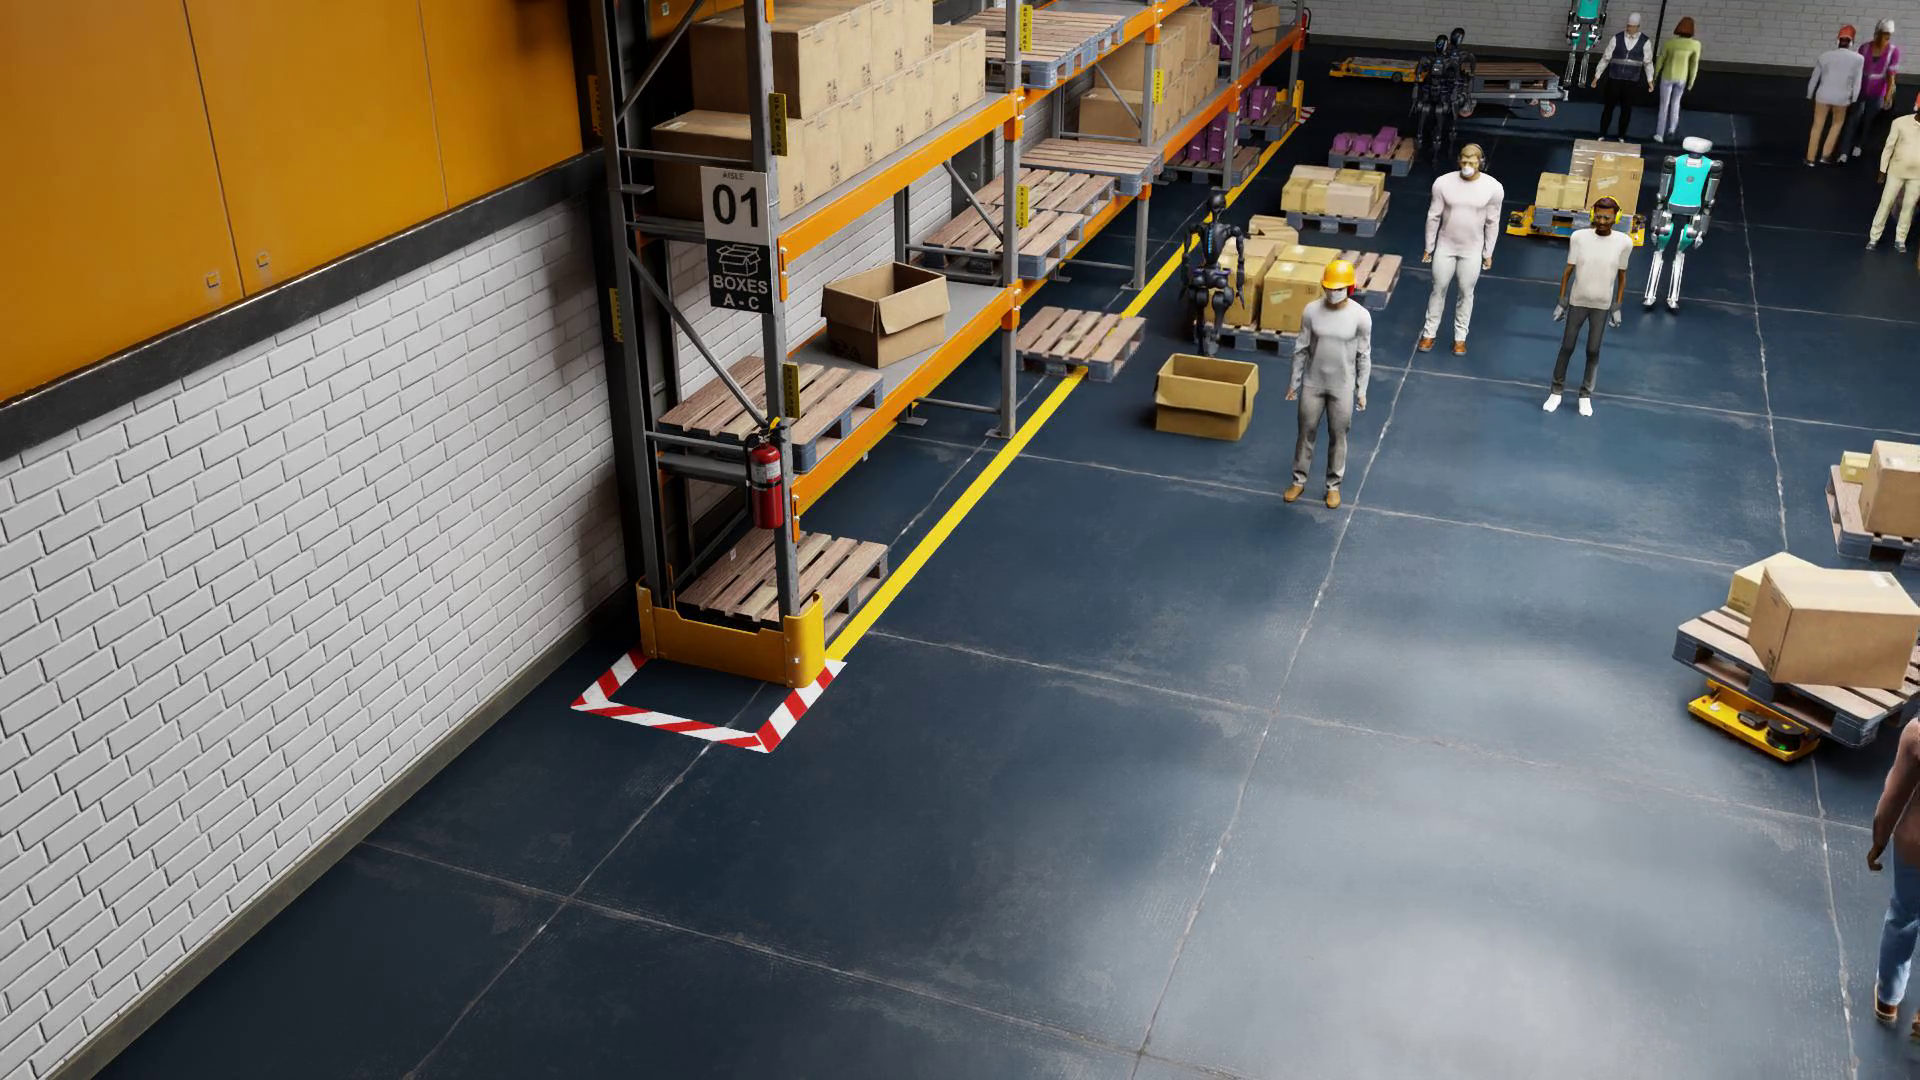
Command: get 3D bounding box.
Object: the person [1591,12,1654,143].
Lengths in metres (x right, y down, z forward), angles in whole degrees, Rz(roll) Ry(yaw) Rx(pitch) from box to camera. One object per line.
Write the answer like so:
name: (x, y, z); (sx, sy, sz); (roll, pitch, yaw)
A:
person: (8.700, -6.021, 21.804); (0.772, 1.755, 0.438); (10, 29, 18)

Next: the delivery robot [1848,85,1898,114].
delivery robot: (13.037, -6.414, 23.890); (0.499, 0.603, 0.803); (-15, 31, -26)

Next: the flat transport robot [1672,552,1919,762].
flat transport robot: (5.116, 0.901, 10.003); (1.431, 0.231, 0.659); (-17, 32, -29)

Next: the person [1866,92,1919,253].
person: (10.153, -3.954, 17.799); (0.572, 1.748, 0.341); (10, 29, 18)

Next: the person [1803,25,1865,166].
person: (11.022, -5.604, 21.009); (0.598, 1.738, 0.388); (16, 31, 28)

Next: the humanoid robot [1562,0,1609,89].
humanoid robot: (9.299, -7.593, 24.731); (0.533, 1.677, 0.735); (10, 29, 19)

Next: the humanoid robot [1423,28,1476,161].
humanoid robot: (6.268, -5.694, 21.246); (0.599, 1.655, 0.315); (10, 29, 19)

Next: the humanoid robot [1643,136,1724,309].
humanoid robot: (6.915, -3.079, 15.975); (0.533, 1.677, 0.735); (10, 29, 19)

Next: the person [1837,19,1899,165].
person: (11.562, -5.712, 21.168); (0.527, 1.783, 0.989); (15, 31, 26)

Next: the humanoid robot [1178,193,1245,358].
humanoid robot: (2.215, -2.244, 14.629); (0.612, 1.625, 0.814); (10, 29, 19)

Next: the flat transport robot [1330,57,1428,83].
flat transport robot: (6.564, -7.361, 26.030); (1.431, 0.231, 0.659); (10, 29, 19)

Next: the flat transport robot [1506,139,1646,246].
flat transport robot: (6.884, -3.517, 18.573); (1.431, 0.231, 0.659); (10, 29, 19)

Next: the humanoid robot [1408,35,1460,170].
humanoid robot: (5.943, -5.480, 20.829); (0.599, 1.657, 0.315); (10, 29, 19)

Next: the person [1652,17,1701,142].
person: (9.511, -6.139, 22.189); (0.517, 1.616, 0.381); (4, 28, 7)

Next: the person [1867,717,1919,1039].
person: (4.312, 1.358, 7.259); (0.627, 1.970, 0.559); (16, 31, 28)

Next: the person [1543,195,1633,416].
person: (5.210, -1.936, 13.761); (0.531, 1.868, 0.309); (10, 29, 18)

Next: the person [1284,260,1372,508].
person: (2.699, -1.140, 12.189); (0.584, 1.894, 0.373); (10, 29, 18)

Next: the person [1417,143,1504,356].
person: (4.503, -2.620, 15.012); (0.634, 1.937, 0.351); (10, 29, 18)
